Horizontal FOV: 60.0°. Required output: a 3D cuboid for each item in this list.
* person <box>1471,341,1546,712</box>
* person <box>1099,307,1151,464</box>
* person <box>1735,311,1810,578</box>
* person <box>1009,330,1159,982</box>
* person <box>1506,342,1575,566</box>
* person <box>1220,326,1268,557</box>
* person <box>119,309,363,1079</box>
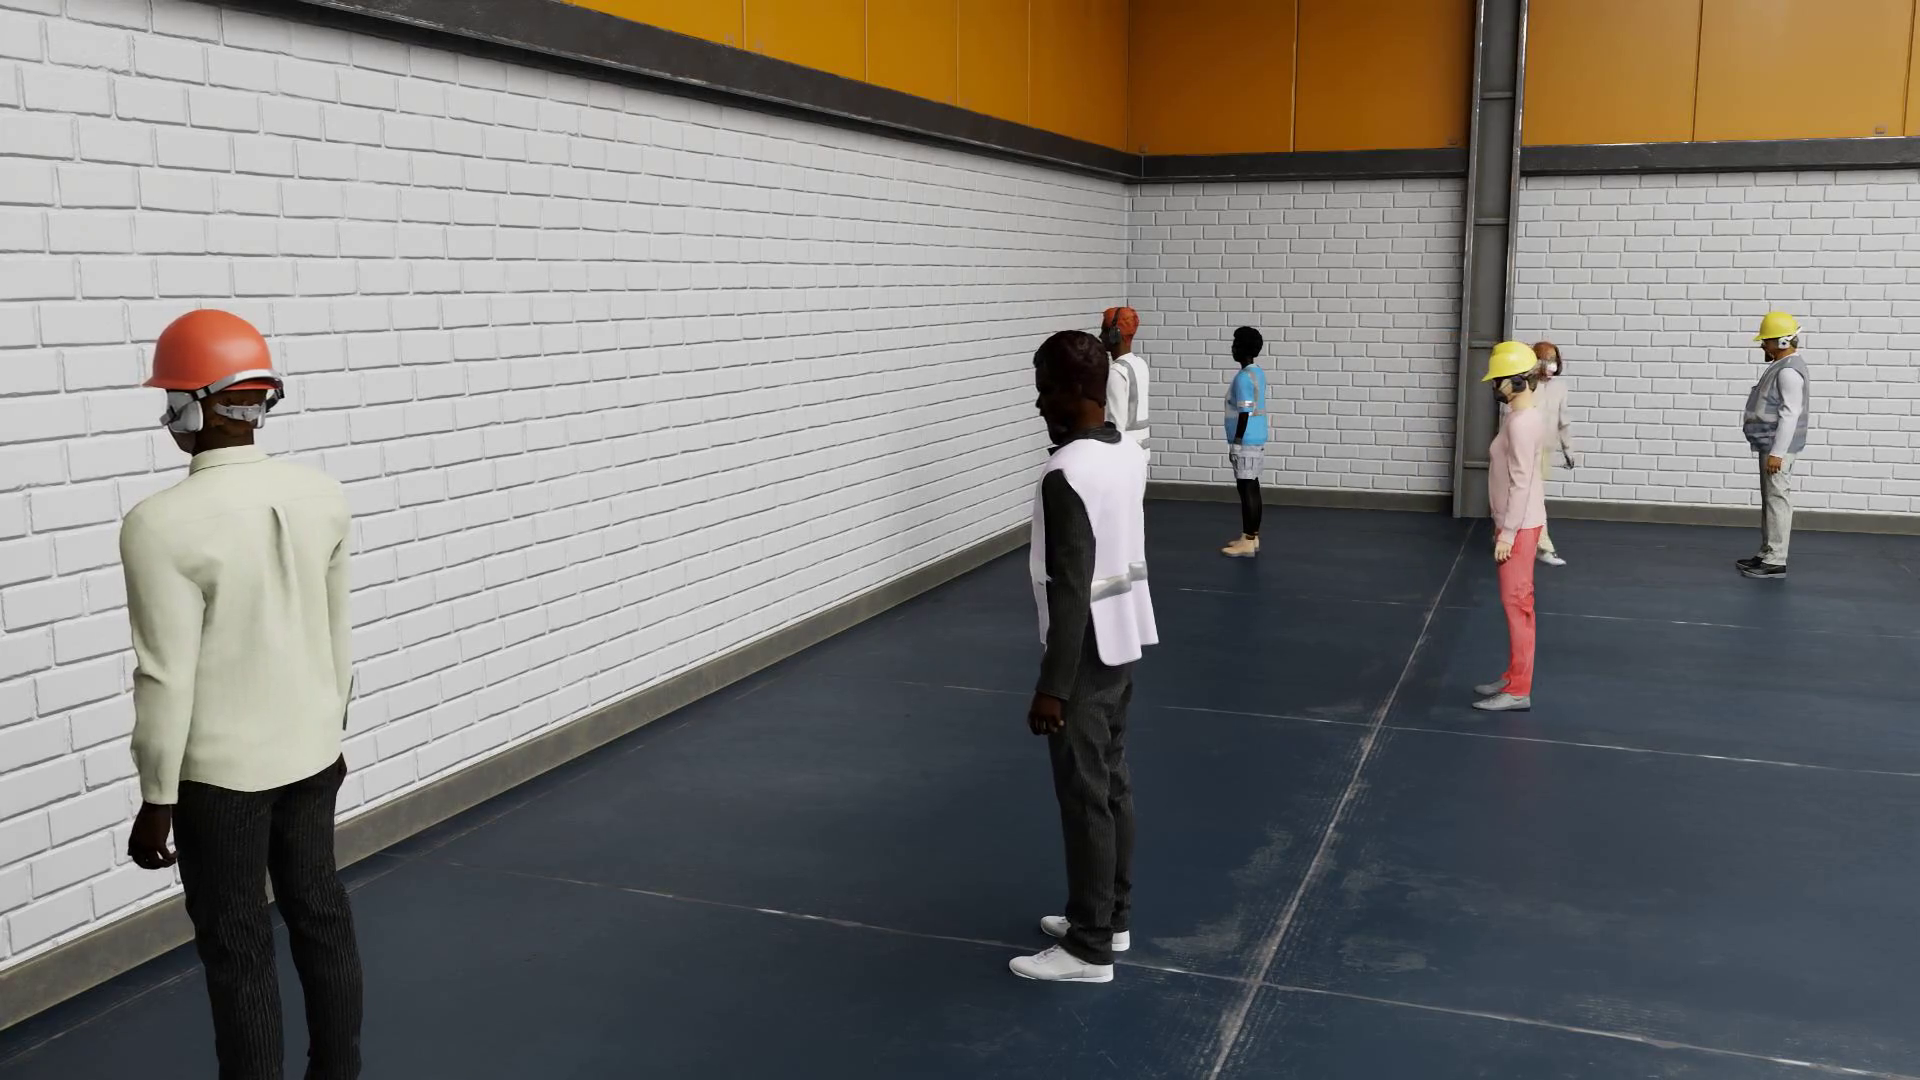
[{"bbox_3d":[2.623,-0.061,7.930,0.321,1.761,0.522,3,10,20],"label":"person"},{"bbox_3d":[0.955,-0.453,9.997,0.356,1.883,0.573,3,10,20],"label":"person"},{"bbox_3d":[5.588,-0.650,11.425,0.403,1.823,0.586,3,10,20],"label":"person"},{"bbox_3d":[0.372,0.345,4.890,0.393,1.915,0.589,3,10,20],"label":"person"},{"bbox_3d":[4.187,-0.649,12.132,0.510,1.596,0.852,-3,10,-21],"label":"person"},{"bbox_3d":[2.106,-0.724,12.283,0.319,1.696,0.532,3,10,20],"label":"person"},{"bbox_3d":[-1.611,0.486,3.752,0.377,1.995,0.608,3,10,20],"label":"person"}]
